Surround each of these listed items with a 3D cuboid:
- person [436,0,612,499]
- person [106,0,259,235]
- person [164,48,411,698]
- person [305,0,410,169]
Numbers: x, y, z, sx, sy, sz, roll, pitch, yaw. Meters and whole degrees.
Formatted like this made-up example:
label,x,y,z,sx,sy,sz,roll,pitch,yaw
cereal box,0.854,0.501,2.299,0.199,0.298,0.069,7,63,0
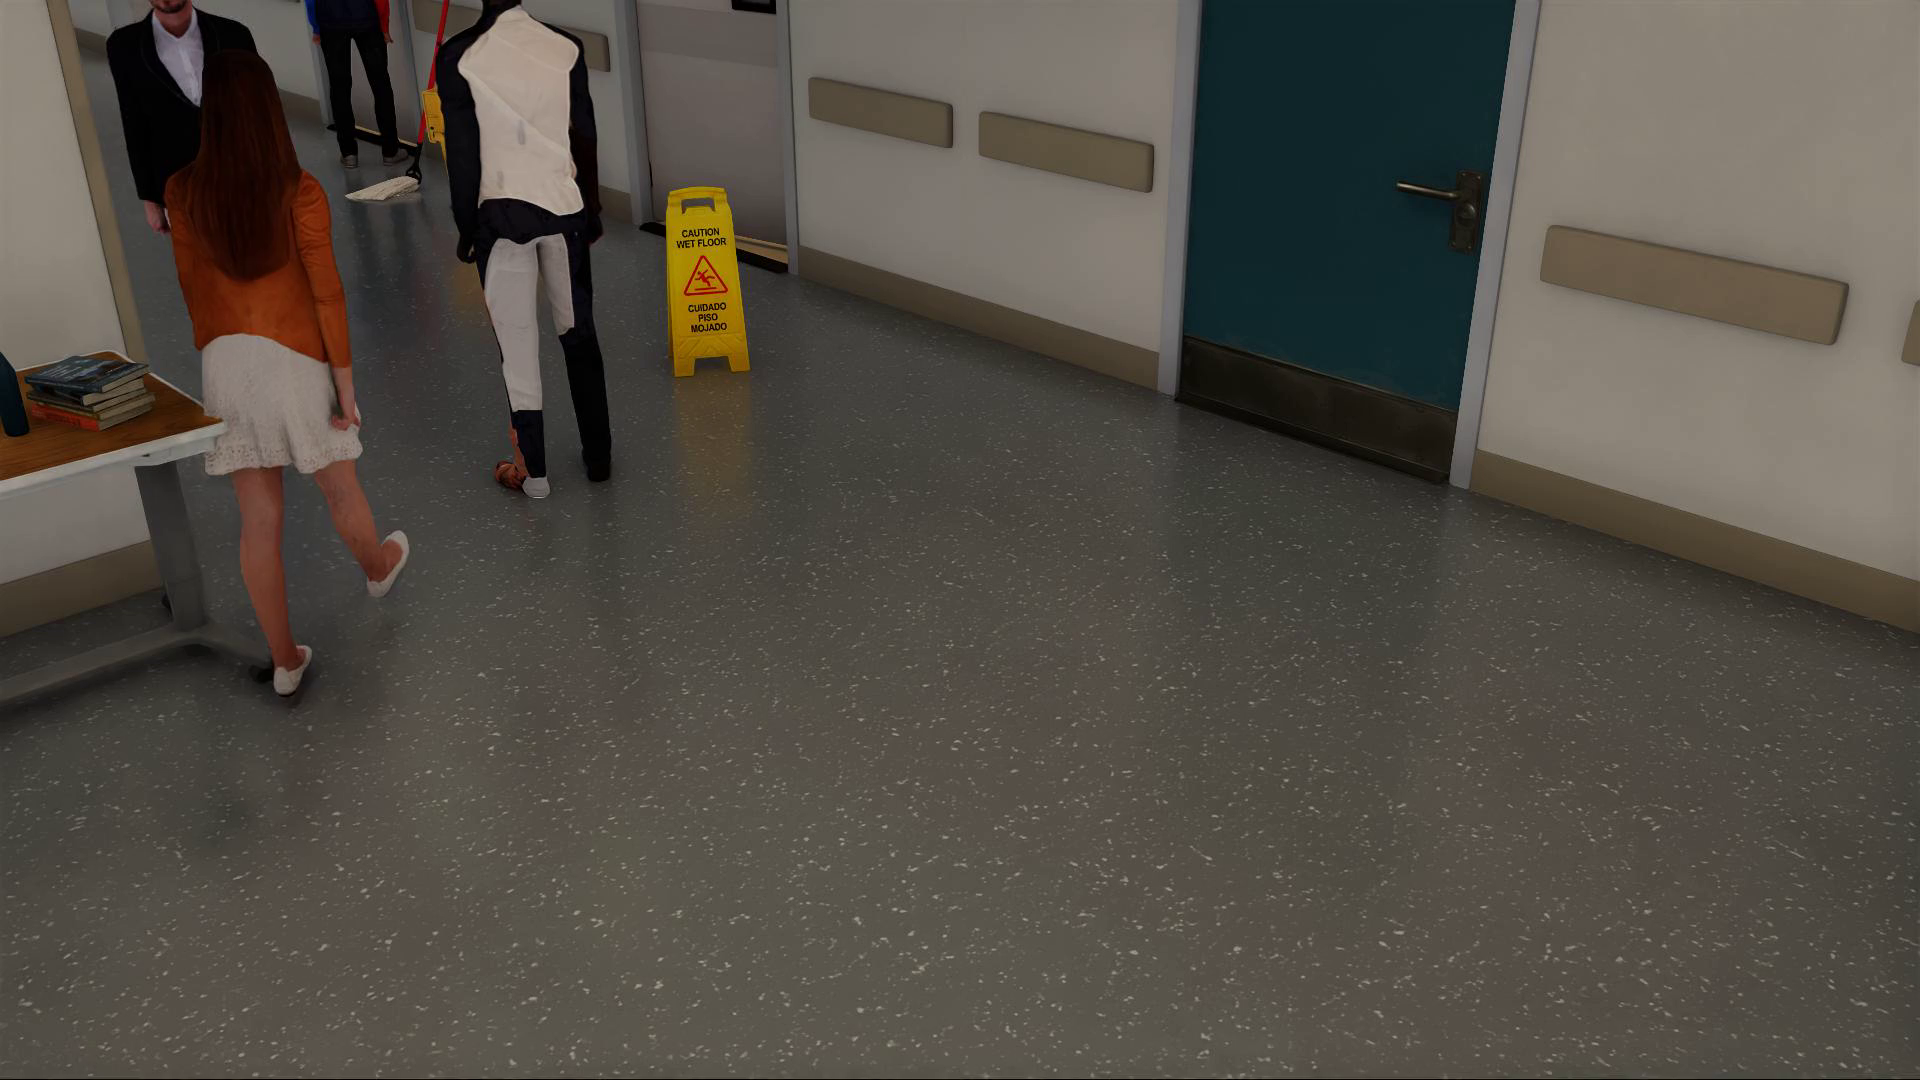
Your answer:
label,x,y,z,sx,sy,sz,roll,pitch,yaw
person,-1.448,-1.072,5.601,0.723,1.893,0.658,-16,30,-29
person,-2.705,-1.247,6.061,0.932,1.807,1.295,-12,28,-24
person,-1.852,-0.381,4.414,1.041,1.679,1.121,-1,26,-3
person,-3.720,-3.170,10.108,0.720,1.757,0.728,-5,26,-11
